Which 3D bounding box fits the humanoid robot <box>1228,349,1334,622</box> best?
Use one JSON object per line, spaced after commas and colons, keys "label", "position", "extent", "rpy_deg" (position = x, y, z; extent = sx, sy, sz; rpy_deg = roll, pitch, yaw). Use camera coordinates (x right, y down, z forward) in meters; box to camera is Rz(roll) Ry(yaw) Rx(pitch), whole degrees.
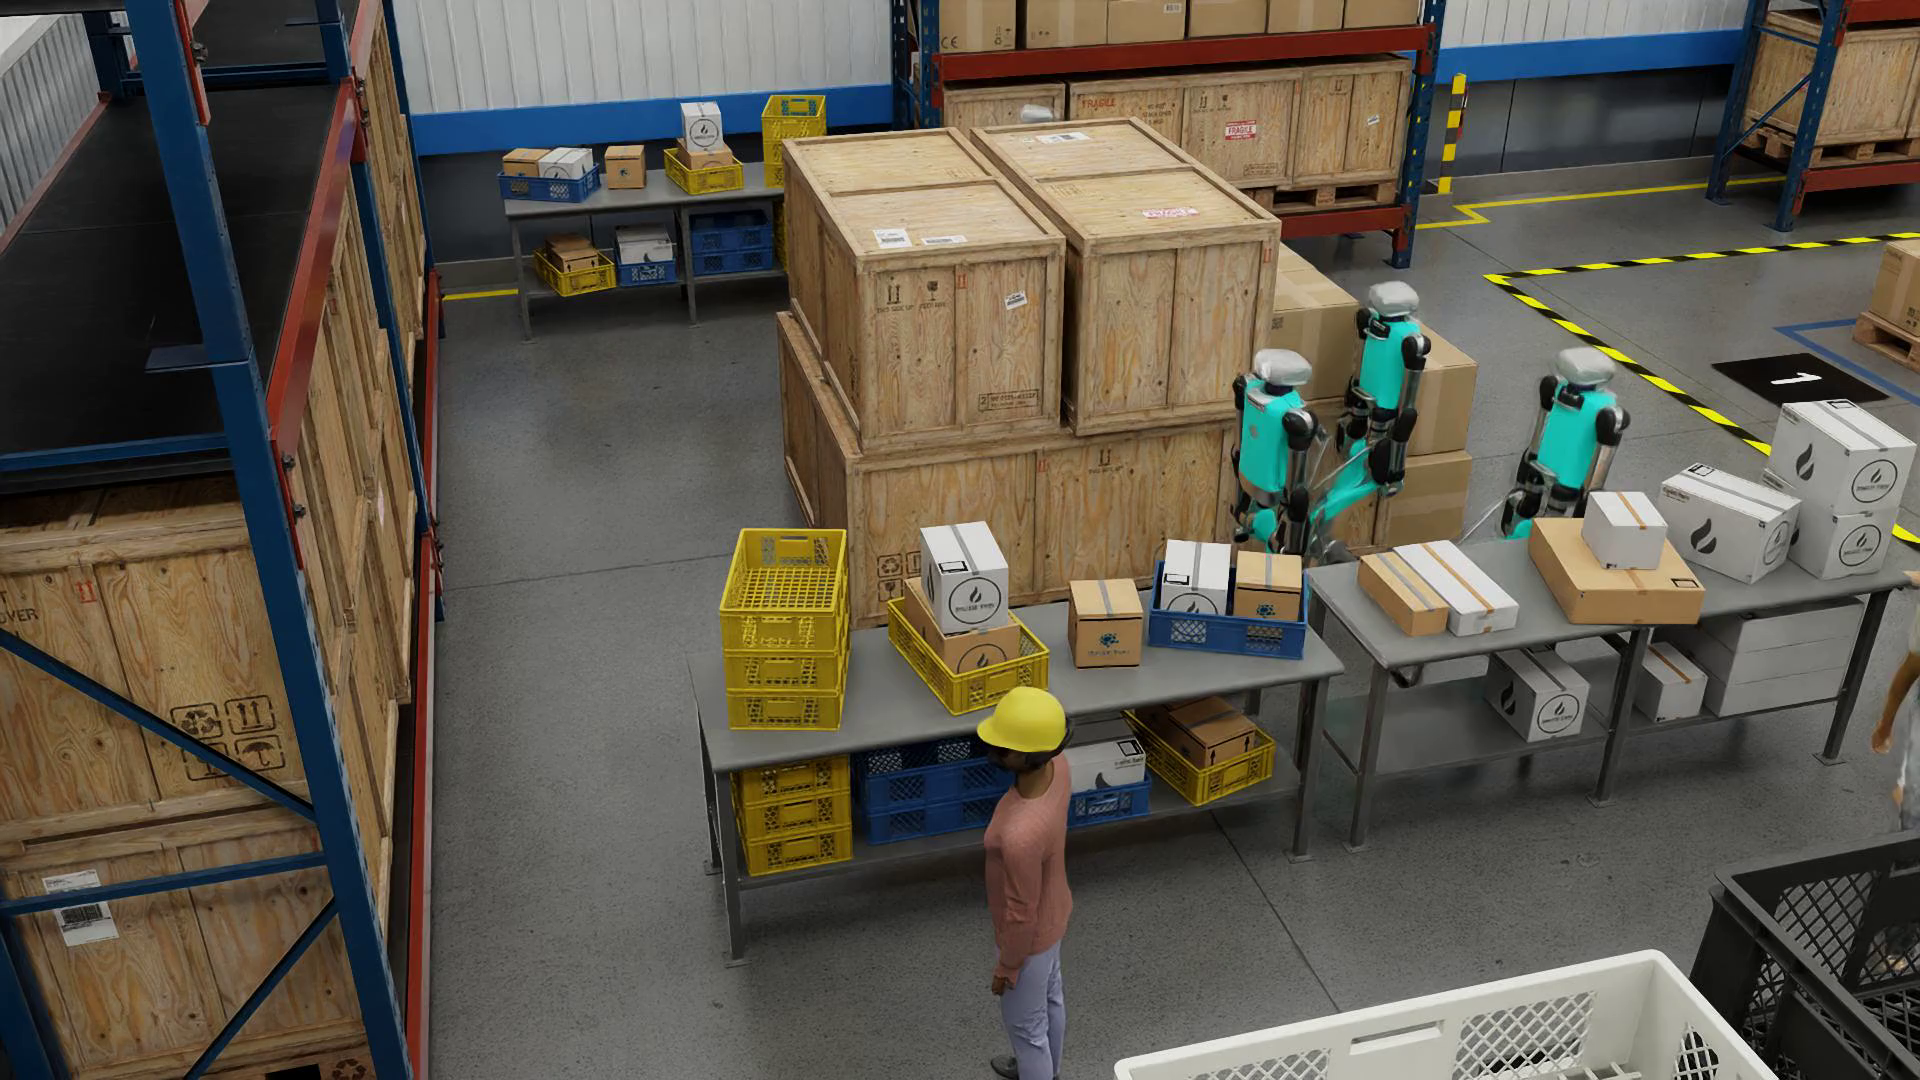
{"label": "humanoid robot", "position": [1.558, -0.087, 7.753], "extent": [0.929, 1.748, 0.552], "rpy_deg": [-13, 31, -22]}

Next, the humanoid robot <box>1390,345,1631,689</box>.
{"label": "humanoid robot", "position": [2.426, 0.009, 7.601], "extent": [0.987, 1.765, 0.554], "rpy_deg": [-8, 30, -15]}

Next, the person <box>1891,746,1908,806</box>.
{"label": "person", "position": [4.307, 0.344, 6.877], "extent": [0.628, 1.835, 0.429], "rpy_deg": [-16, 33, -27]}

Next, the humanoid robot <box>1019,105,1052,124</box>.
{"label": "humanoid robot", "position": [0.748, -2.062, 11.436], "extent": [0.819, 1.876, 0.547], "rpy_deg": [-7, 30, -13]}

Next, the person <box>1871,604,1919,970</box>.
{"label": "person", "position": [3.699, 0.769, 6.147], "extent": [0.536, 1.786, 0.967], "rpy_deg": [14, 32, 23]}

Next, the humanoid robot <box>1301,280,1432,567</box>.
{"label": "humanoid robot", "position": [1.854, -0.407, 8.356], "extent": [0.971, 1.771, 0.534], "rpy_deg": [-9, 30, -16]}

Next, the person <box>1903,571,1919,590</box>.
{"label": "person", "position": [5.200, -0.552, 8.289], "extent": [0.378, 2.037, 0.605], "rpy_deg": [0, 29, 0]}

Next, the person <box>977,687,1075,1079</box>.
{"label": "person", "position": [0.205, 1.217, 5.350], "extent": [0.295, 1.772, 0.532], "rpy_deg": [7, 30, 12]}
